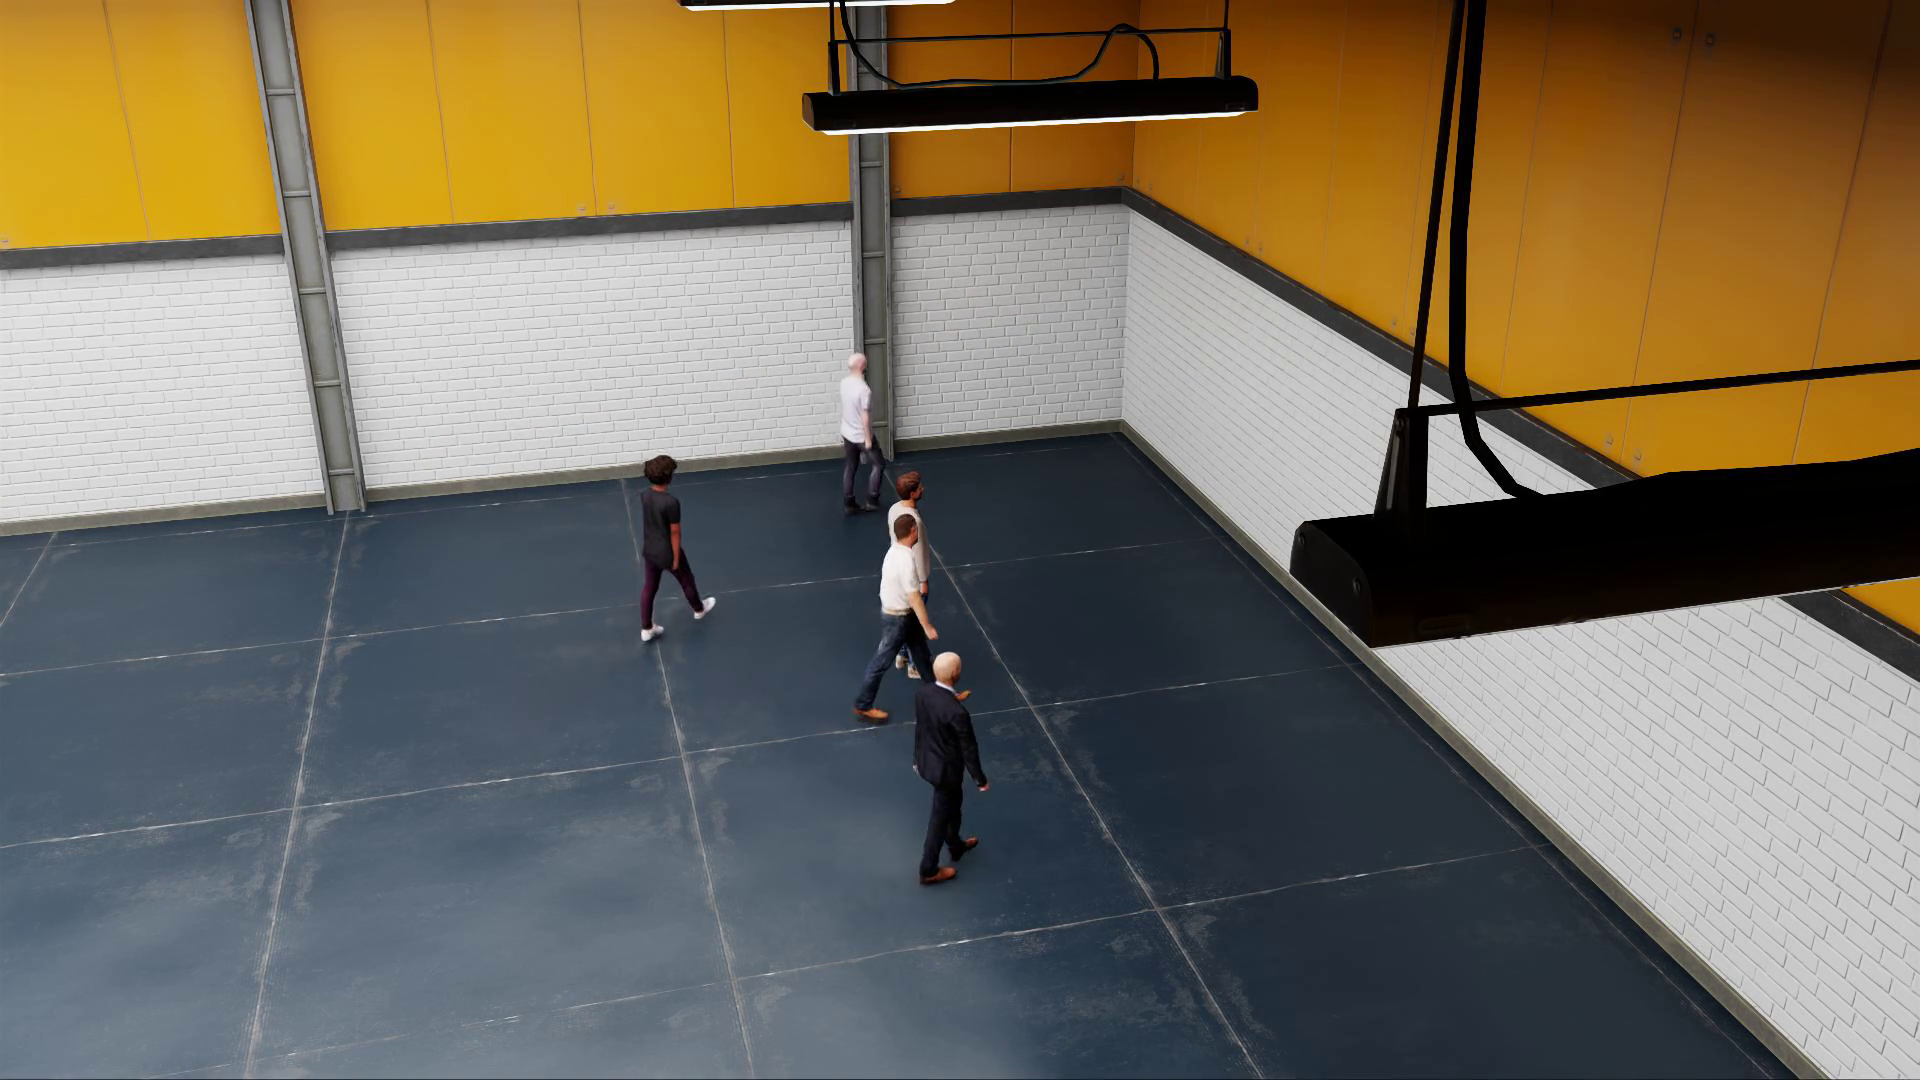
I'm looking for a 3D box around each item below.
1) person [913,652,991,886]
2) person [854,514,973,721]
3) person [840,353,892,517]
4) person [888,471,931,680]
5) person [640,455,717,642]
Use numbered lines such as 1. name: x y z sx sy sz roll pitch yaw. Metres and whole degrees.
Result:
1. person: -0.184 1.644 11.691 0.968 1.778 0.864 -14 27 -29
2. person: -0.612 0.701 13.840 1.317 1.784 0.922 0 24 1
3. person: -1.170 -1.110 17.936 0.859 1.822 0.812 -16 29 -33
4. person: -0.440 0.297 14.613 0.658 1.906 0.706 -12 26 -26
5. person: -2.780 0.107 15.254 1.074 1.740 1.126 13 27 27
